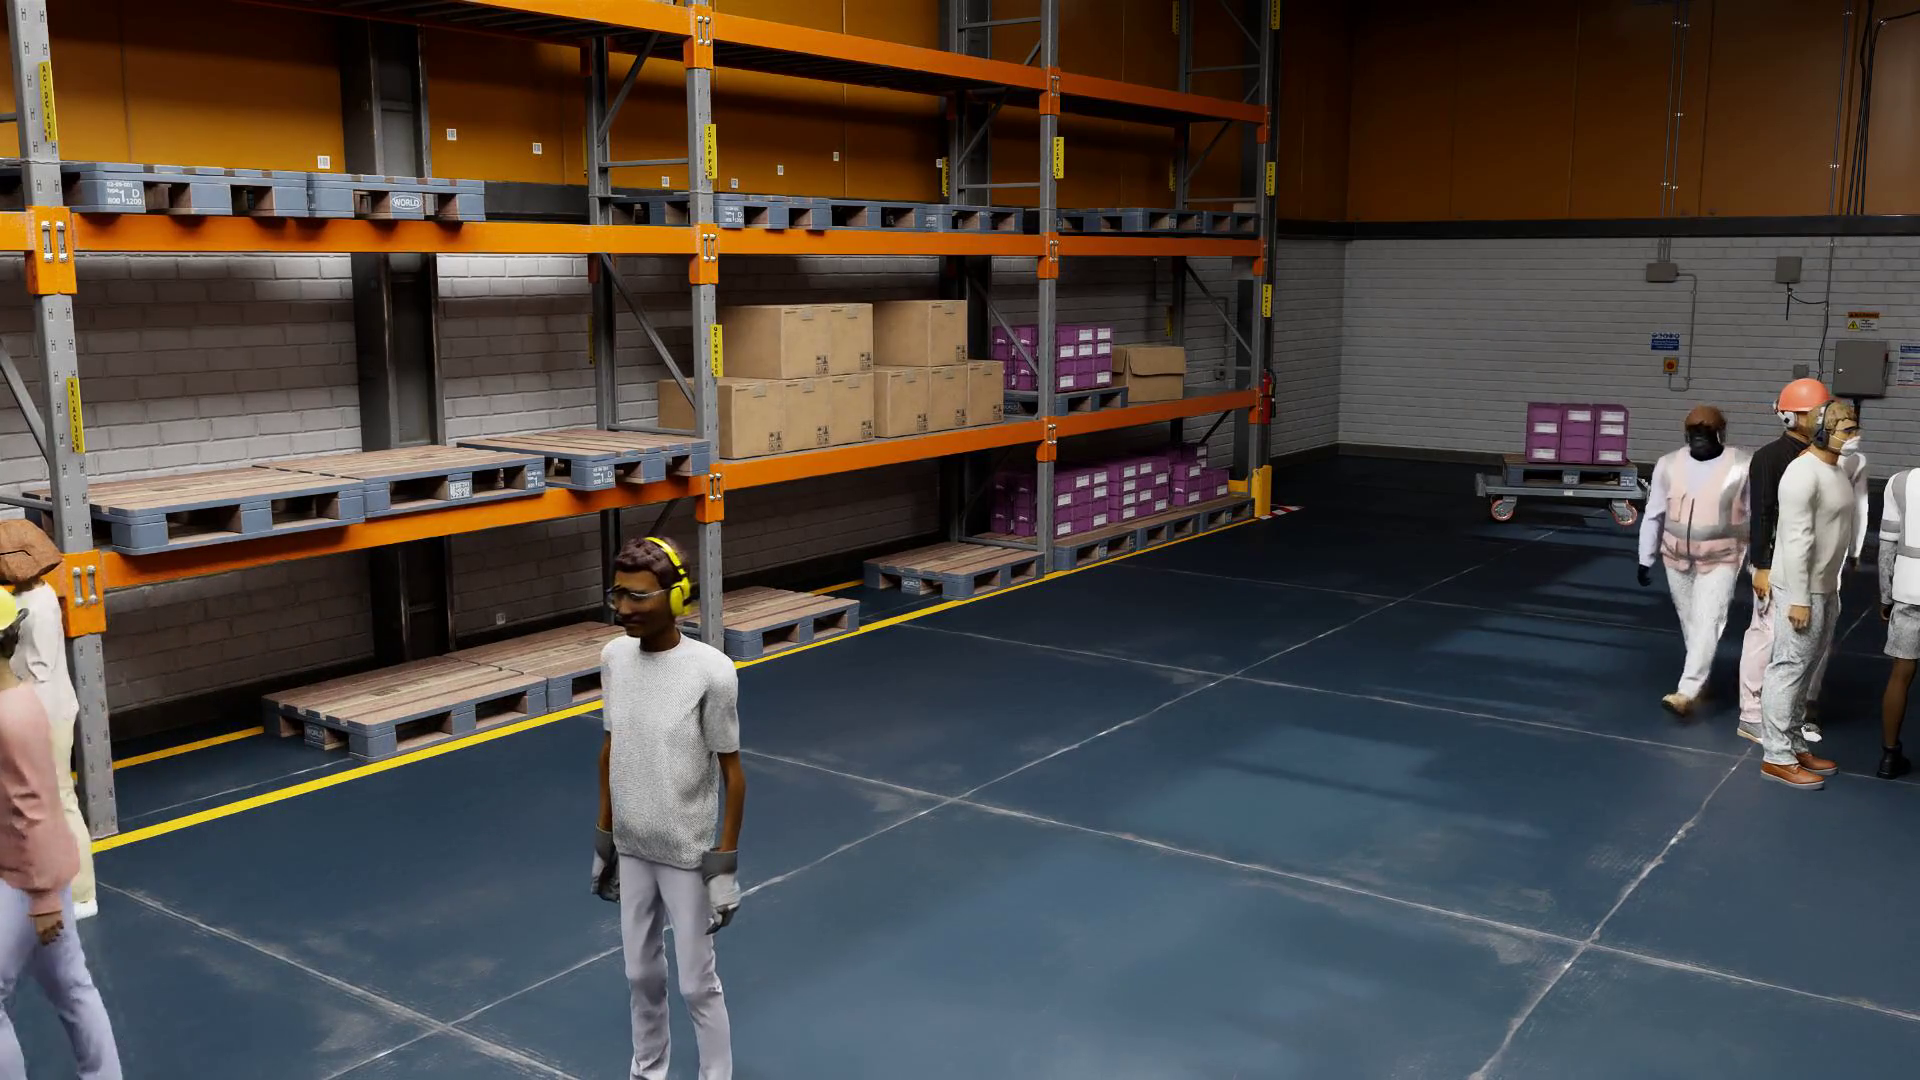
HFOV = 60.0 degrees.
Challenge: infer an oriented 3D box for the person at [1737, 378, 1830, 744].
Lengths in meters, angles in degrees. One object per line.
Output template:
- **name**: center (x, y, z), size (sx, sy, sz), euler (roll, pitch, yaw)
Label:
- **person**: center (4.528, 0.115, 9.089), size (0.611, 1.995, 0.375), euler (-6, 11, -33)

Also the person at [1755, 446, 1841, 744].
- **person**: center (4.558, 0.300, 9.059), size (0.498, 1.633, 0.285), euler (-1, 10, -8)

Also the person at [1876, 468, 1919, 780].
- **person**: center (4.879, 0.276, 8.300), size (0.356, 1.937, 0.552), euler (-8, 12, -38)

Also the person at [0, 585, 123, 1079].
- **person**: center (-2.755, 0.969, 4.747), size (0.653, 1.742, 0.547), euler (-6, 11, -34)

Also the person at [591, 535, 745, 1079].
- **person**: center (-0.854, 0.906, 4.759), size (0.532, 1.867, 0.316), euler (6, 11, 30)

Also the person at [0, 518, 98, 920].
- **person**: center (-3.654, 0.719, 6.603), size (0.281, 1.625, 0.493), euler (-6, 11, -32)

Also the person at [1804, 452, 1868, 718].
- **person**: center (4.998, 0.077, 9.799), size (0.589, 1.836, 0.961), euler (4, 10, 24)

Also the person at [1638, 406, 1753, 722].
- **person**: center (4.220, 0.132, 9.578), size (0.938, 1.795, 0.636), euler (-9, 13, -42)

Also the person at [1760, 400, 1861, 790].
- **person**: center (4.286, 0.262, 8.379), size (0.374, 1.941, 0.627), euler (8, 13, 41)
